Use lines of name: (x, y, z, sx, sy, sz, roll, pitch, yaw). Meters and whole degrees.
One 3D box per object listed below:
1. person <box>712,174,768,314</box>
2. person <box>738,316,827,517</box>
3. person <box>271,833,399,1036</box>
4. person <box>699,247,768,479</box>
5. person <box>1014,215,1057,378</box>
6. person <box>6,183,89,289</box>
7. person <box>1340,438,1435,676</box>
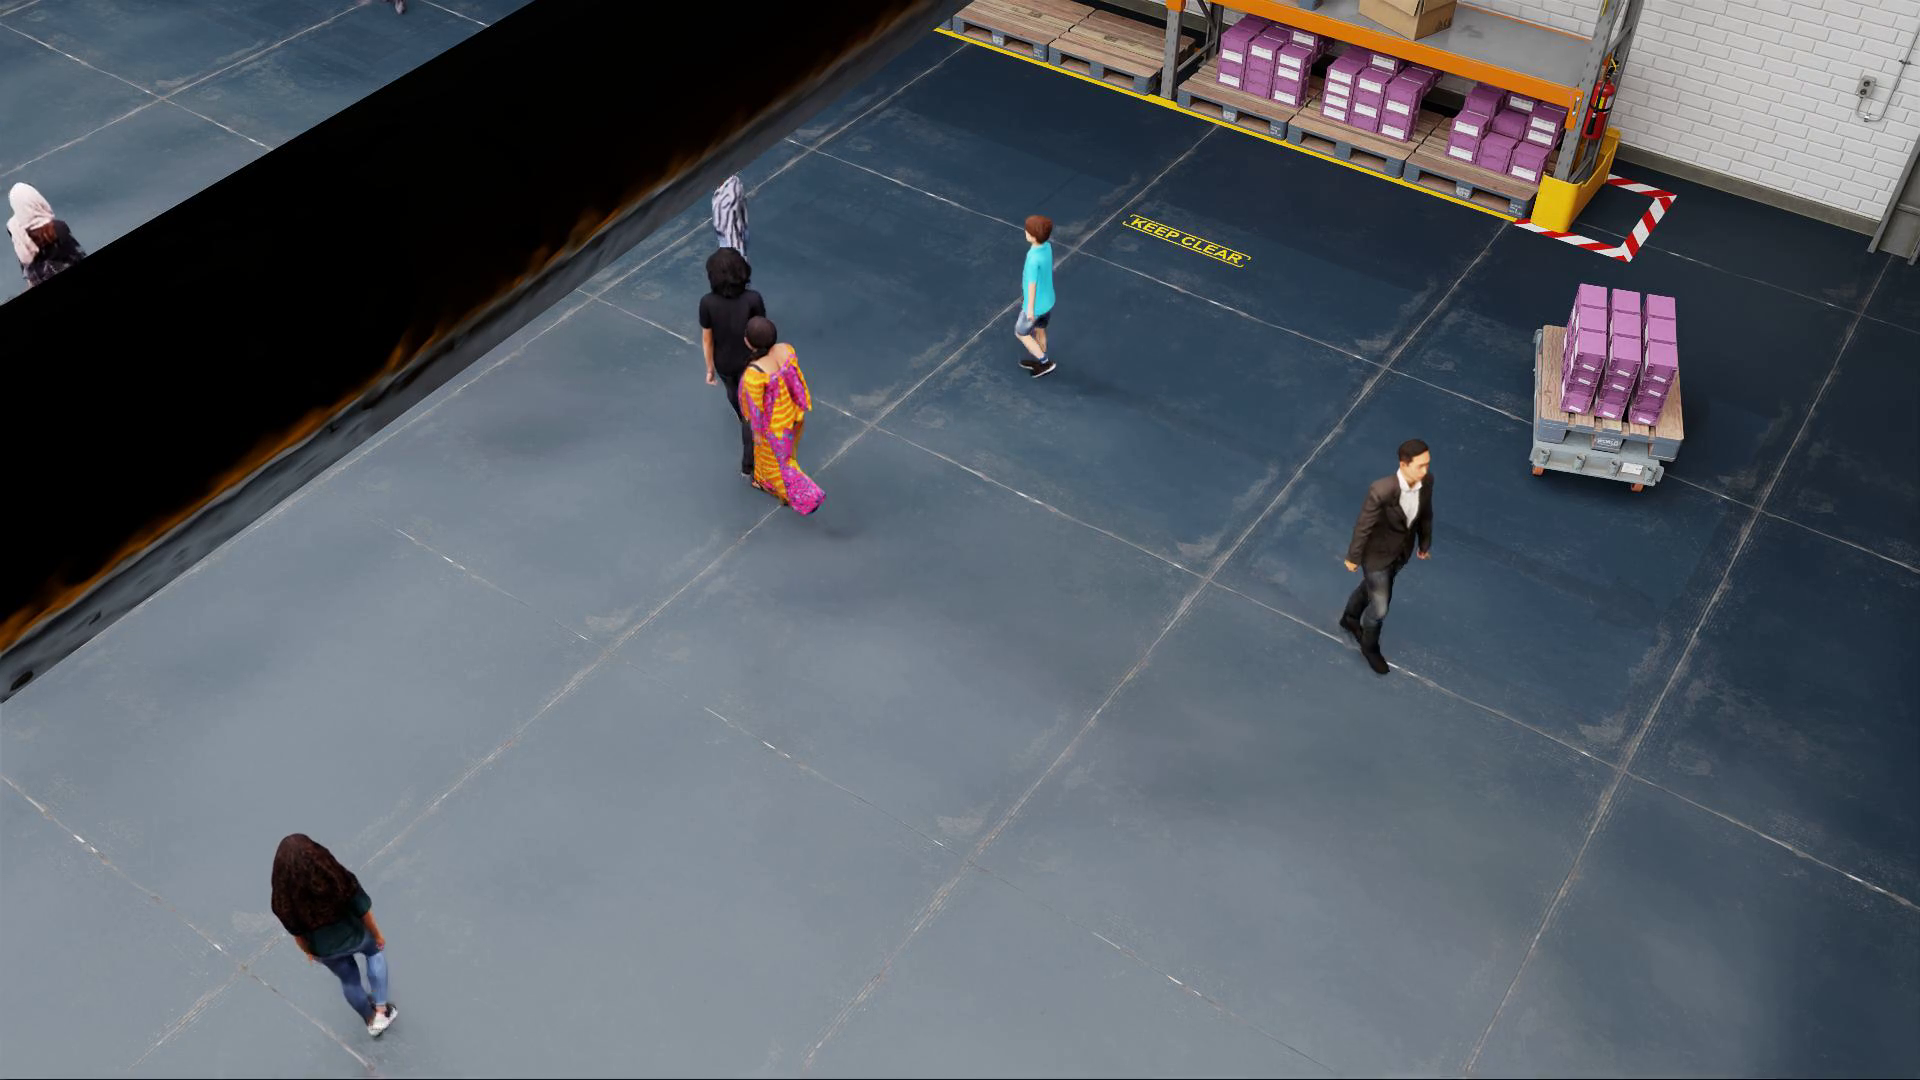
person: (-1.723, -2.348, 13.299, 0.858, 1.780, 0.795, -8, 44, -9)
person: (-1.280, -0.864, 11.827, 0.988, 1.661, 0.673, 23, 48, 22)
person: (-3.237, 2.147, 8.706, 0.718, 1.606, 0.757, -16, 46, -16)
person: (-1.625, -1.265, 12.158, 1.183, 1.785, 1.188, -3, 44, -3)
person: (0.676, -1.886, 13.060, 0.624, 1.440, 0.599, 15, 46, 16)
person: (-7.120, -2.014, 13.087, 1.132, 1.589, 1.072, 2, 44, 2)
person: (2.709, 0.006, 10.824, 0.886, 1.785, 0.943, -23, 48, -22)
